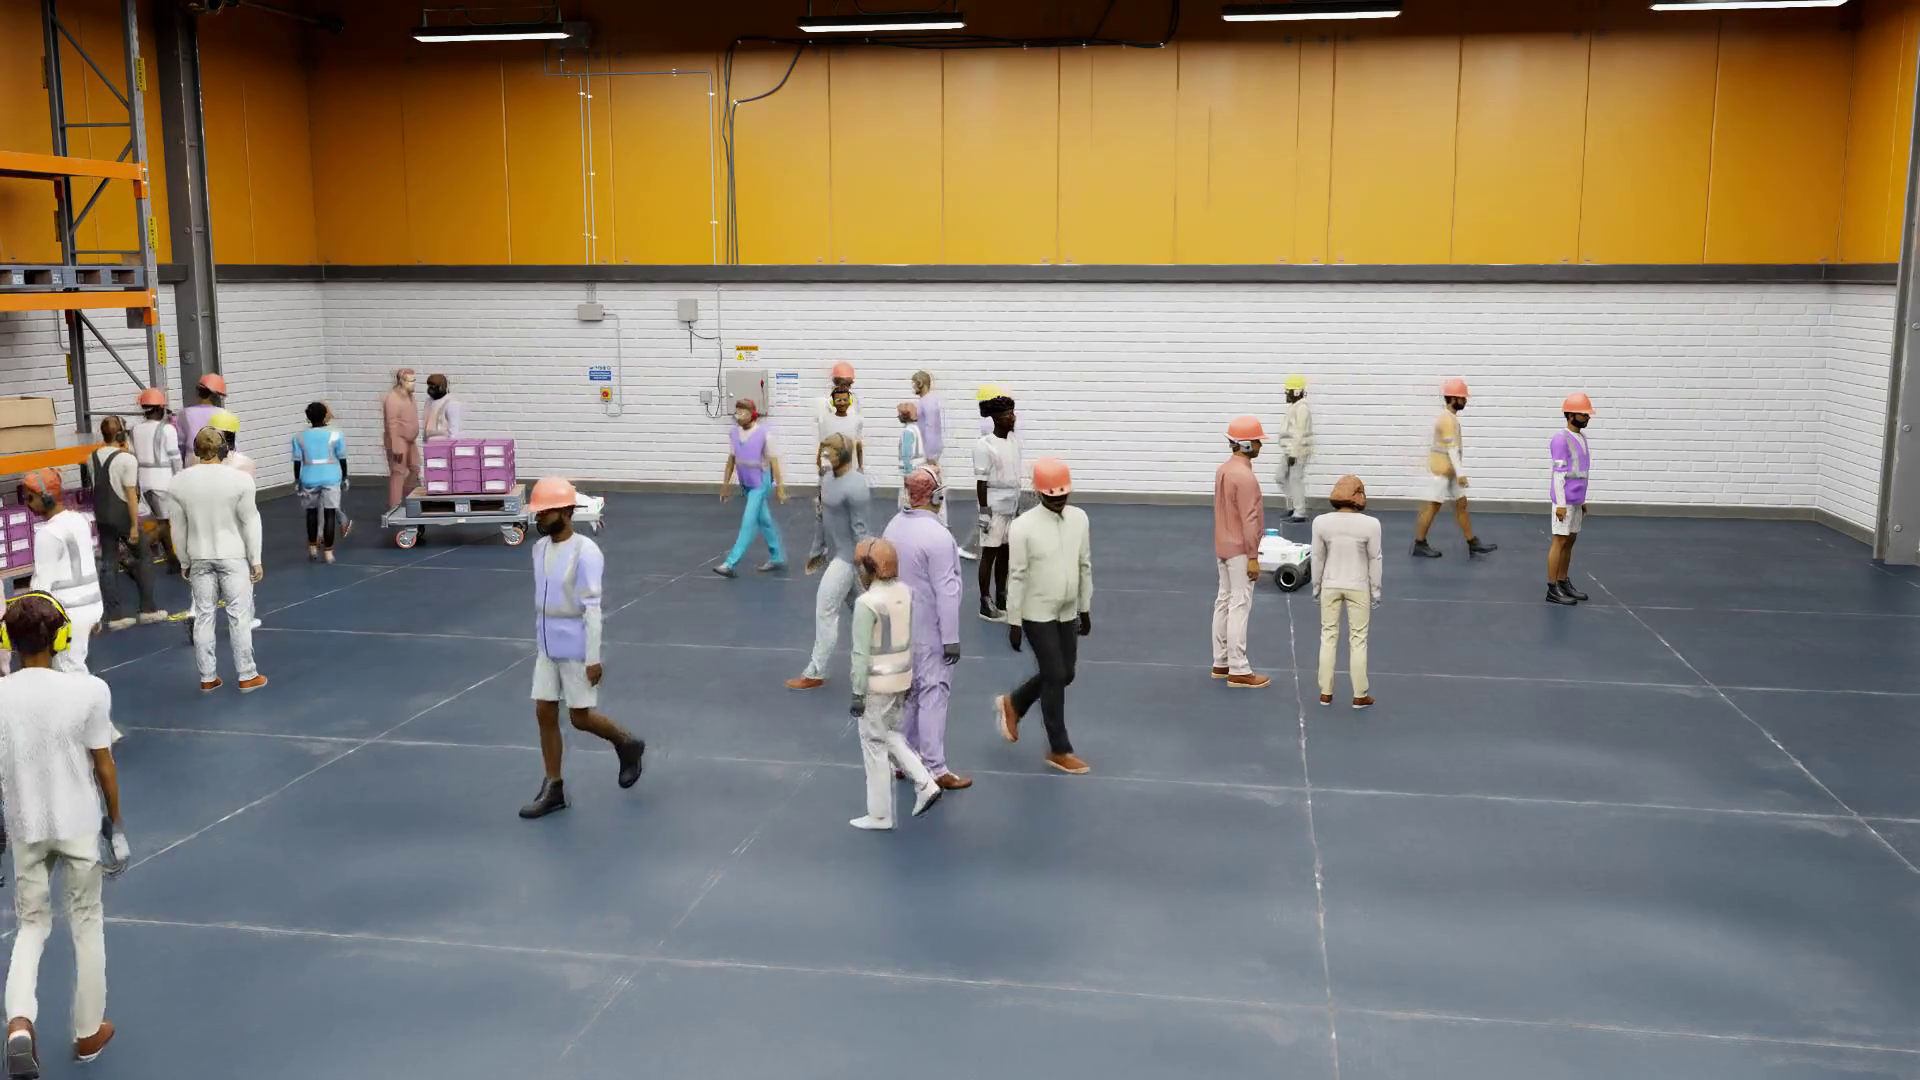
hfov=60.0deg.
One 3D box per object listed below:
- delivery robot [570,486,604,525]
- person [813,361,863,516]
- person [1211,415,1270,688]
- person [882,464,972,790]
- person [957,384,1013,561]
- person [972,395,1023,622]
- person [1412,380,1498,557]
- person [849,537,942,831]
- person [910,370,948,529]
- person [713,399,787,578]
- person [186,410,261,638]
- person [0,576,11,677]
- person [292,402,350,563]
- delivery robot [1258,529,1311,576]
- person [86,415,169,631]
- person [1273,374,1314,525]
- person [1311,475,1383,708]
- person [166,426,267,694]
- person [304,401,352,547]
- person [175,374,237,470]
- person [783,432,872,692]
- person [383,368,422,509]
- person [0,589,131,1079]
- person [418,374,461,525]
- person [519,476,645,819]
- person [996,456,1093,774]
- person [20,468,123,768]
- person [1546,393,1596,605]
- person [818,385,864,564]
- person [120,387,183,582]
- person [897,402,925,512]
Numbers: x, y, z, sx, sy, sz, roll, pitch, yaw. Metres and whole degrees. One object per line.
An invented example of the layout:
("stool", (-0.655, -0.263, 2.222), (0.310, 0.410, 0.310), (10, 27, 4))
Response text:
("delivery robot", (-4.485, -0.377, 19.214), (0.707, 0.478, 0.477), (-1, 9, -4))
("person", (-1.427, -1.075, 19.293), (0.619, 2.021, 0.805), (-6, 11, -34))
("person", (2.060, 0.078, 12.222), (0.378, 1.996, 0.610), (-2, 9, -12))
("person", (-0.182, 0.510, 9.798), (0.410, 1.913, 0.651), (-6, 11, -32))
("person", (0.338, -0.690, 17.400), (0.963, 1.865, 0.597), (5, 10, 28))
("person", (0.353, -0.283, 14.556), (0.365, 1.966, 0.608), (6, 11, 34))
("person", (5.265, -0.732, 17.561), (0.945, 1.894, 0.555), (4, 10, 22))
("person", (-0.387, 0.789, 8.958), (0.425, 1.621, 0.527), (5, 10, 27))
("person", (-0.436, -0.997, 19.184), (0.691, 1.901, 0.643), (0, 9, -1))
("person", (-2.094, -0.511, 16.513), (0.971, 1.779, 0.628), (-9, 13, -44))
("person", (-6.126, -0.121, 13.768), (0.589, 1.900, 0.839), (0, 9, 0))
("person", (-5.507, 0.712, 9.137), (0.526, 1.723, 0.847), (-5, 10, -29))
("person", (-6.706, -0.614, 17.500), (0.546, 1.671, 0.708), (-2, 9, -13))
("delivery robot", (3.006, 0.137, 16.025), (0.707, 0.478, 0.477), (5, 10, 26))
("person", (-7.113, -0.159, 14.214), (0.510, 1.828, 0.655), (2, 9, 12))
("person", (3.990, -1.075, 19.936), (0.462, 1.817, 0.601), (0, 9, 0))
("person", (2.695, 0.357, 11.612), (0.497, 1.633, 0.278), (5, 10, 27))
("person", (-5.329, 0.149, 11.963), (0.631, 1.940, 0.372), (-1, 9, -4))
("person", (-7.089, -0.751, 18.600), (0.504, 1.612, 0.686), (5, 11, 30))
("person", (-7.686, -0.701, 17.064), (0.654, 1.986, 0.893), (-1, 9, -8))
("person", (-0.802, 0.139, 12.197), (1.018, 1.897, 0.643), (-3, 10, -21))
("person", (-6.780, -1.152, 20.217), (0.446, 1.882, 0.655), (1, 9, 5))
("person", (-3.414, 1.117, 6.238), (0.518, 1.855, 0.596), (-2, 9, -14))
("person", (-6.213, -1.075, 19.896), (0.660, 1.824, 0.466), (8, 12, 40))
("person", (-2.167, 0.578, 9.382), (0.553, 1.915, 0.746), (7, 12, 37))
("person", (0.491, 0.431, 10.225), (0.631, 1.948, 0.755), (-8, 12, -39))
("person", (-5.440, 0.483, 10.101), (0.422, 1.864, 0.599), (-2, 9, -12))
("person", (5.607, -0.381, 15.251), (0.355, 1.938, 0.545), (8, 12, 40))
("person", (-1.230, -0.686, 17.349), (0.514, 1.872, 0.332), (-3, 10, -19))
("person", (-7.967, -0.545, 16.385), (0.539, 1.908, 0.888), (4, 10, 22))
("person", (-0.487, -0.703, 18.238), (0.438, 1.624, 0.522), (1, 9, 4))
